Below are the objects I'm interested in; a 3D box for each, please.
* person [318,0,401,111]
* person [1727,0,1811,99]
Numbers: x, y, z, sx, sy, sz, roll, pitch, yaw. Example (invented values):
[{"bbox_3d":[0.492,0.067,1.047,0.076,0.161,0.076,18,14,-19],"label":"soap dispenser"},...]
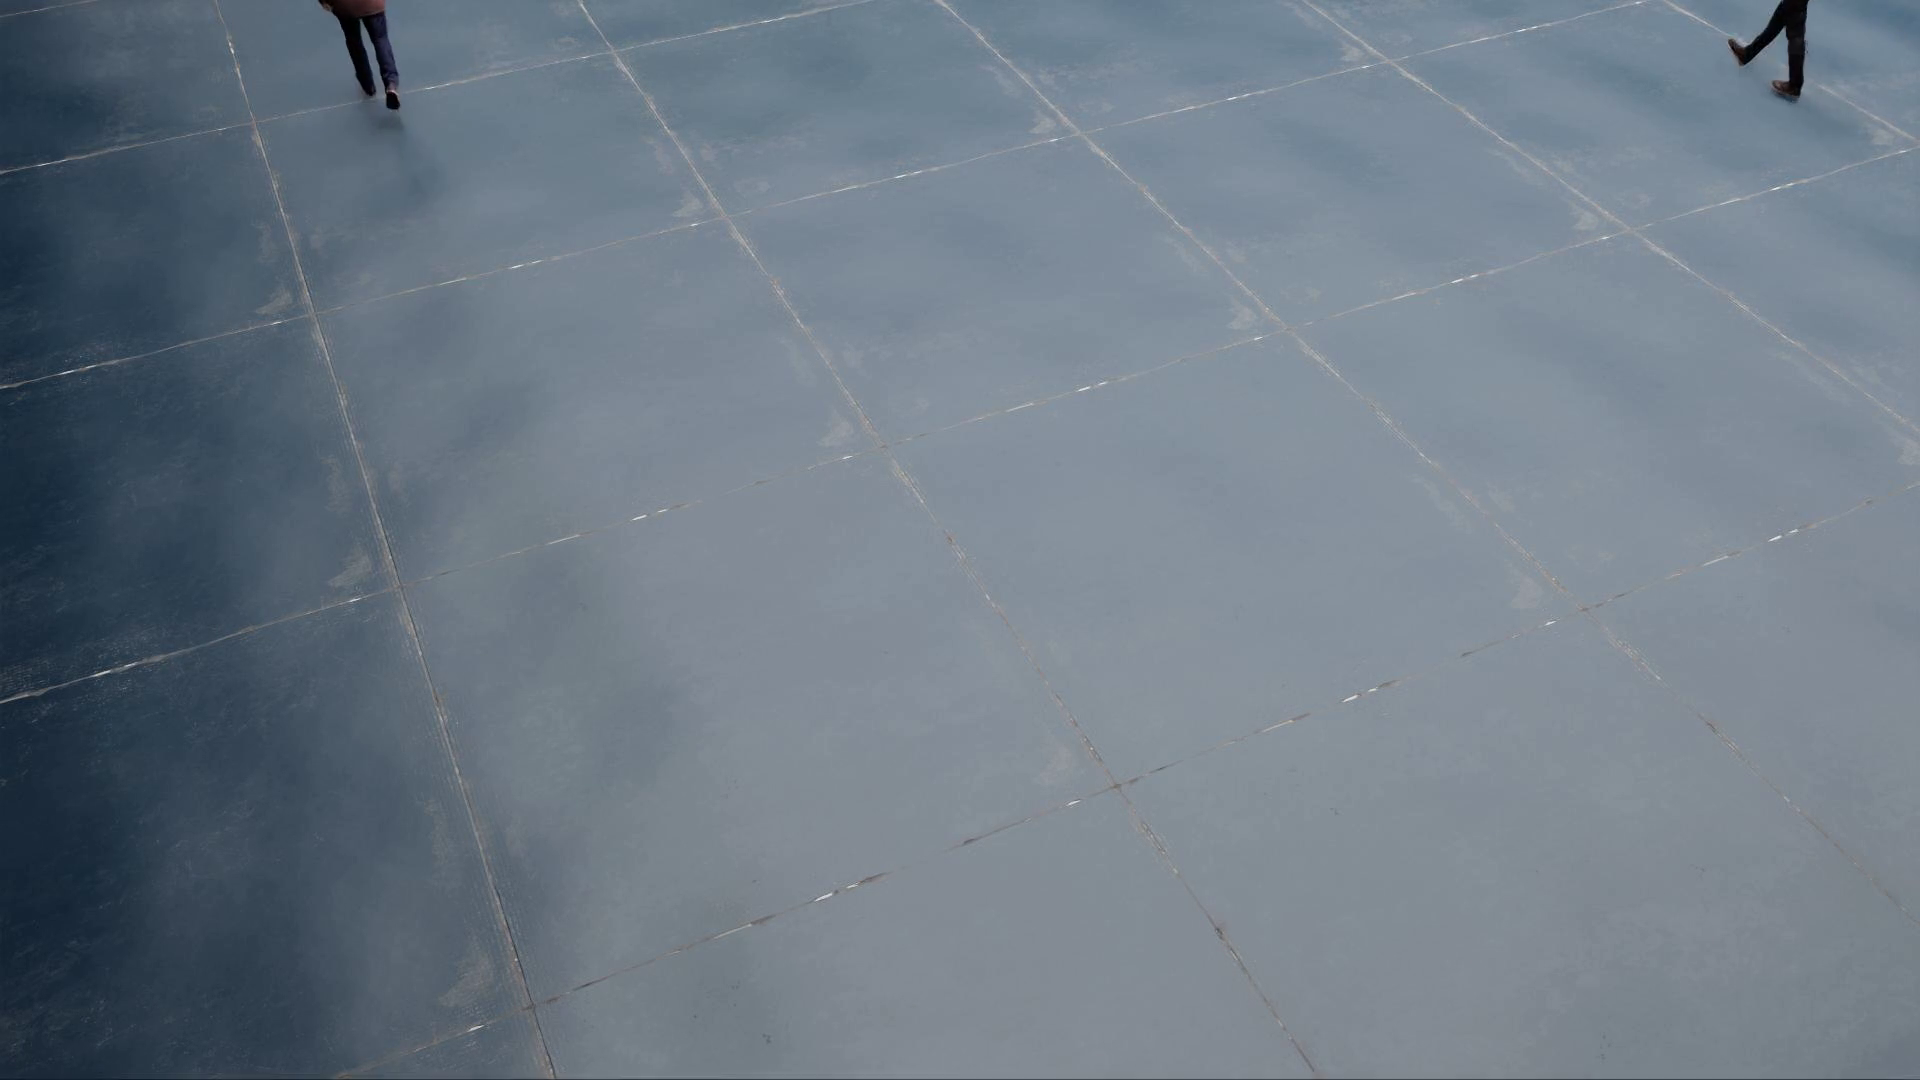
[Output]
[{"bbox_3d":[-4.750,-4.274,13.107,0.759,1.822,1.055,-16,45,-17],"label":"person"},{"bbox_3d":[6.795,-4.372,13.281,0.736,1.735,1.077,-20,46,-21],"label":"person"}]
